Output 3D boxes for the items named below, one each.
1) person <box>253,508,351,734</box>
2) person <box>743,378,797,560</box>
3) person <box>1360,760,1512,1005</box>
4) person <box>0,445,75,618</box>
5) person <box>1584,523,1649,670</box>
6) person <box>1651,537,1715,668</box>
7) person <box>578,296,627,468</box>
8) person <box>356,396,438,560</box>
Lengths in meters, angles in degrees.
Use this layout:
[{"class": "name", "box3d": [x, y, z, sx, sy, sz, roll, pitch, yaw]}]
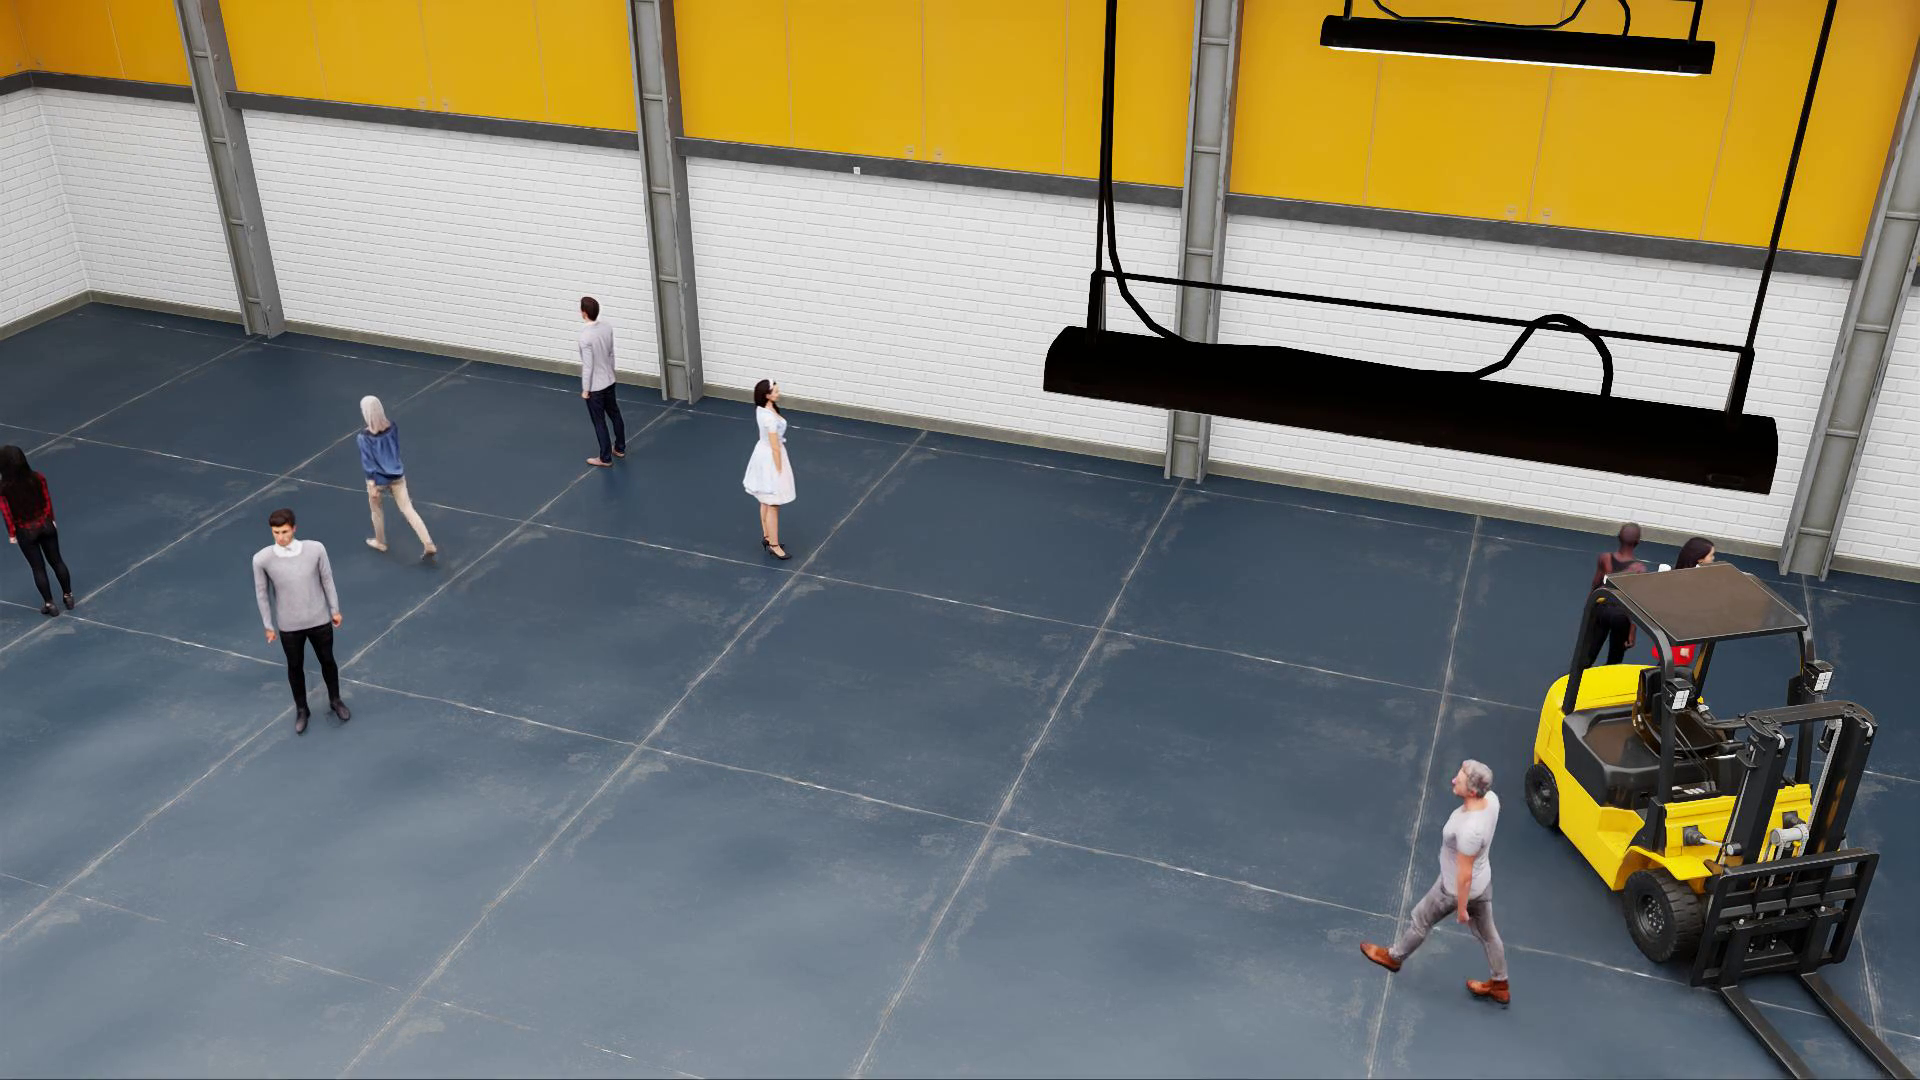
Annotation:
[{"class": "person", "box3d": [-5.253, 0.604, 13.294, 0.820, 1.921, 0.874, -13, 31, -23]}, {"class": "person", "box3d": [-1.793, -0.681, 15.756, 0.906, 1.818, 0.854, -9, 30, -16]}, {"class": "person", "box3d": [3.278, 2.203, 10.515, 1.293, 1.774, 0.929, 19, 34, 31]}, {"class": "person", "box3d": [-8.245, -0.090, 14.840, 0.604, 1.659, 0.640, 20, 34, 32]}, {"class": "person", "box3d": [5.168, 0.687, 13.339, 1.149, 1.731, 0.975, 24, 37, 37]}, {"class": "person", "box3d": [5.707, 0.752, 13.202, 0.623, 1.747, 0.623, 7, 29, 13]}, {"class": "person", "box3d": [-3.811, -1.681, 17.556, 0.574, 1.850, 0.695, 13, 31, 22]}, {"class": "person", "box3d": [-5.334, -0.544, 15.665, 1.188, 1.664, 0.785, 17, 33, 28]}]
